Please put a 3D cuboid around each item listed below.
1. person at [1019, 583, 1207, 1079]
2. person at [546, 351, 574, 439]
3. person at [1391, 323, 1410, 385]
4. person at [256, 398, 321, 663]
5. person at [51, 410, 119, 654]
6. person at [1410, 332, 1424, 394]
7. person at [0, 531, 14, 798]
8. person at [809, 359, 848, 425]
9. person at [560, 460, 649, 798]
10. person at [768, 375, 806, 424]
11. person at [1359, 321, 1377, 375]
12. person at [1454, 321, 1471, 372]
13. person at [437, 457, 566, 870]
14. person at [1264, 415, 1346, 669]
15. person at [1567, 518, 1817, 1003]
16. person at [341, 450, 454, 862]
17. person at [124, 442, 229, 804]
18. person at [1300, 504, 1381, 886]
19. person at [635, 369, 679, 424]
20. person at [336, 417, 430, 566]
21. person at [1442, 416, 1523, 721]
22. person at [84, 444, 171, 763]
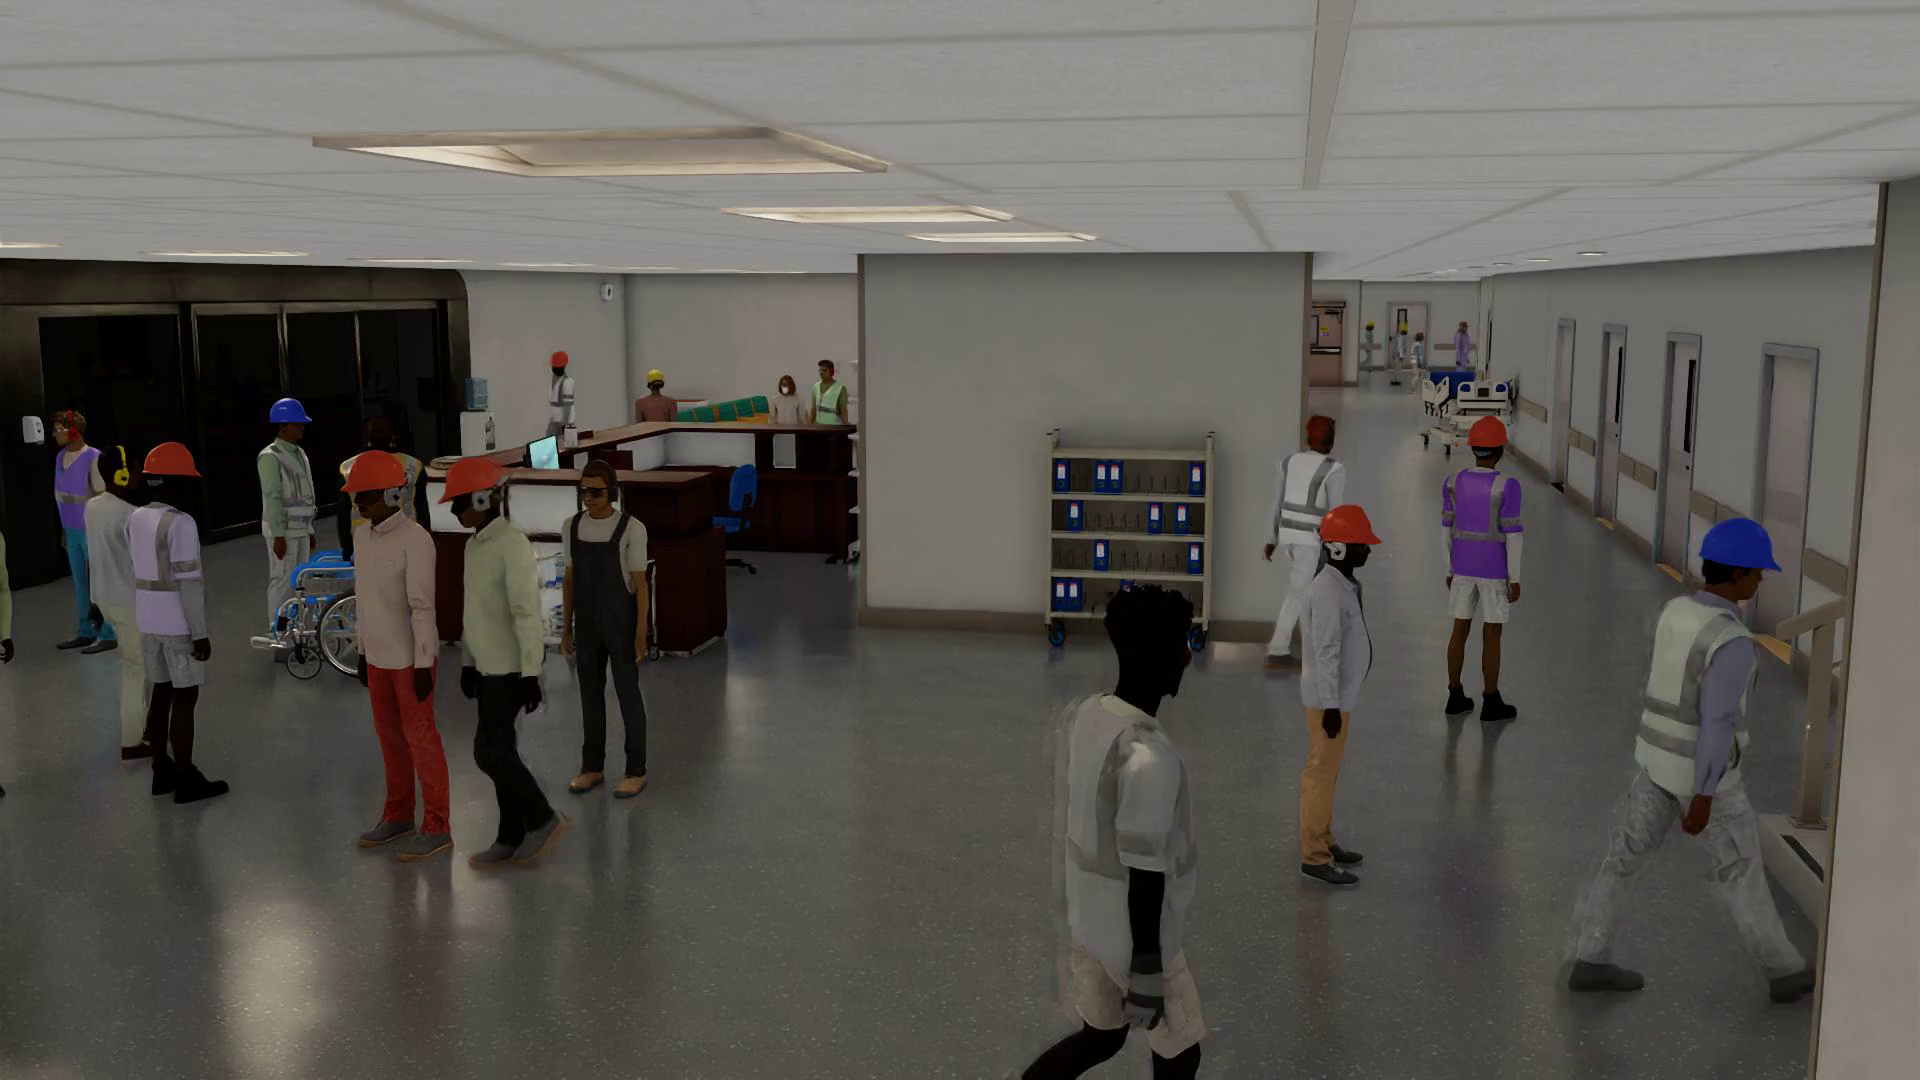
[{"bbox_3d":[0.405,1.076,4.696,0.837,1.943,0.610,-2,9,-14],"label":"person"},{"bbox_3d":[-5.550,-1.685,23.142,0.586,1.896,0.519,8,12,42],"label":"person"},{"bbox_3d":[12.557,-5.294,47.435,0.499,1.790,0.615,3,9,18],"label":"person"},{"bbox_3d":[-4.930,-0.071,12.254,0.390,1.949,0.602,0,9,-1],"label":"person"},{"bbox_3d":[-6.604,-0.066,12.580,0.564,1.842,0.392,6,10,35],"label":"person"},{"bbox_3d":[11.959,-4.612,43.457,0.396,1.622,0.538,2,9,11],"label":"person"},{"bbox_3d":[-5.371,0.500,8.848,0.587,1.835,0.404,-5,10,-32],"label":"person"},{"bbox_3d":[-1.742,-1.450,21.798,0.585,1.824,0.495,8,12,44],"label":"person"},{"bbox_3d":[-1.917,0.477,8.996,0.507,1.838,0.344,3,9,18],"label":"person"},{"bbox_3d":[-2.312,-1.433,22.471,0.506,1.608,0.772,2,9,16],"label":"person"},{"bbox_3d":[13.098,-6.166,53.438,0.589,1.729,0.493,3,9,20],"label":"person"},{"bbox_3d":[13.419,-4.875,44.366,0.393,1.884,0.696,7,11,40],"label":"person"},{"bbox_3d":[-2.177,0.588,7.819,0.426,1.966,0.650,-6,11,-36],"label":"person"},{"bbox_3d":[2.553,0.011,12.165,0.853,1.834,0.598,-6,10,-33],"label":"person"},{"bbox_3d":[2.861,0.850,6.365,1.028,1.881,0.606,-1,9,-5],"label":"person"},{"bbox_3d":[-2.739,0.551,8.025,0.611,1.985,0.415,7,11,39],"label":"person"},{"bbox_3d":[-4.208,0.440,8.939,0.543,1.929,0.387,6,10,34],"label":"person"},{"bbox_3d":[1.767,0.703,7.761,0.337,1.752,0.564,3,9,20],"label":"person"},{"bbox_3d":[-3.702,-1.201,20.356,0.525,1.771,0.310,-1,9,-5],"label":"person"},{"bbox_3d":[-4.124,0.040,11.925,0.633,1.836,0.429,-3,9,-18],"label":"person"},{"bbox_3d":[3.335,0.180,10.610,0.351,1.942,0.545,-8,12,-42],"label":"person"},{"bbox_3d":[-4.847,0.361,9.750,0.514,1.845,0.460,8,12,42],"label":"person"}]
